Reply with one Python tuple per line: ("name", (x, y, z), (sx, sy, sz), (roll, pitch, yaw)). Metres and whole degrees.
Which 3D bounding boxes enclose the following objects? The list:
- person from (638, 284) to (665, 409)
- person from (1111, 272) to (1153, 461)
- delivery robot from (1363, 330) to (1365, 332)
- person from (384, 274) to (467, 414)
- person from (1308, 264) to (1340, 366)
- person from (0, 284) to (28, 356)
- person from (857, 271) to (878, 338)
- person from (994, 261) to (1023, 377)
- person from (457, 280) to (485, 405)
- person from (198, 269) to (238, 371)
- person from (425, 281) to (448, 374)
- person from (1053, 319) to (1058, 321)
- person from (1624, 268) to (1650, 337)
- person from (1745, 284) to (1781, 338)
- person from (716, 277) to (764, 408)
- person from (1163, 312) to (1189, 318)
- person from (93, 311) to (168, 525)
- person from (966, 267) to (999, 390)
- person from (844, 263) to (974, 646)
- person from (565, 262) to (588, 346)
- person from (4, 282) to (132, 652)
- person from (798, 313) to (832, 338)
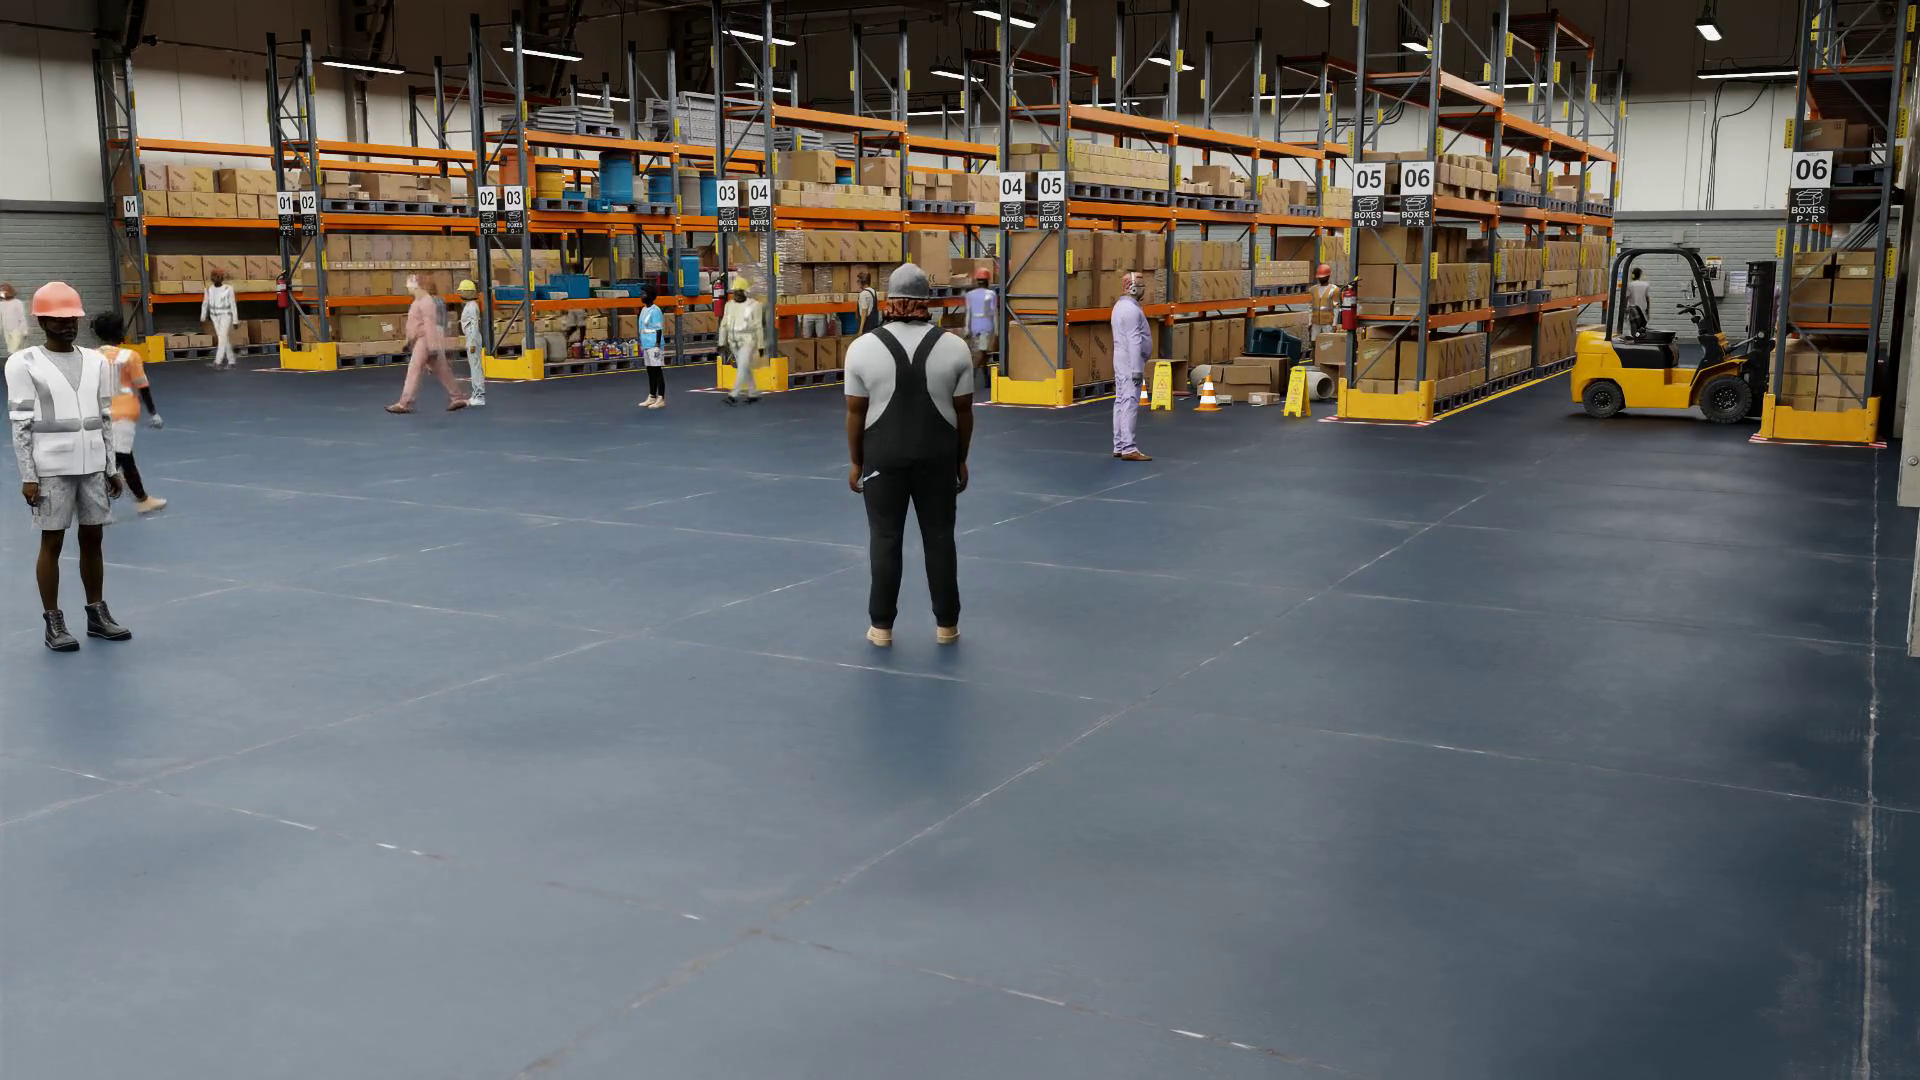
("person", (-4.202, -2.635, 22.671), (0.322, 1.697, 0.534), (-6, 11, -31))
("person", (1.755, -1.762, 16.949), (0.409, 1.908, 0.640), (-1, 10, -8))
("delivery robot", (9.259, -4.662, 37.603), (0.707, 0.478, 0.477), (0, 10, -3))
("person", (-7.096, -2.600, 22.083), (1.069, 1.846, 0.636), (-4, 10, -22))
("person", (6.138, -3.690, 28.168), (0.543, 1.931, 0.371), (7, 12, 36))
("person", (-15.643, -3.402, 27.375), (0.539, 1.615, 0.482), (3, 10, 17))
("person", (-1.480, -3.343, 26.400), (0.345, 1.840, 0.504), (4, 10, 21))
("person", (0.798, -3.558, 27.169), (0.503, 2.003, 0.628), (-2, 10, -9))
("person", (-6.830, -2.752, 23.221), (0.308, 1.744, 0.485), (-4, 10, -21))
("person", (-13.439, -3.972, 30.095), (0.598, 1.831, 0.986), (3, 10, 17))
("person", (-9.256, -3.721, 29.215), (0.498, 1.634, 0.278), (-3, 10, -20))
("person", (1.882, -3.633, 27.937), (0.608, 1.893, 0.646), (7, 12, 37))
("person", (14.107, -4.751, 34.686), (0.583, 1.824, 0.843), (2, 10, 10))
("person", (13.924, -3.791, 28.816), (0.580, 1.918, 0.405), (5, 11, 26))
("person", (-3.041, -2.720, 22.937), (0.608, 1.776, 0.972), (6, 11, 31))
("person", (4.349, -4.424, 33.372), (0.522, 1.626, 0.364), (7, 12, 34))
("person", (-6.585, -0.959, 13.002), (0.531, 1.648, 0.893), (3, 10, 20))
("person", (0.318, -3.279, 25.826), (0.549, 1.908, 0.927), (7, 12, 35))
("person", (-0.280, -0.456, 8.908), (0.684, 2.000, 0.535), (-1, 10, -6))
("person", (-8.042, -4.825, 34.746), (0.621, 1.951, 0.590), (5, 11, 26))
("person", (-4.717, -0.390, 8.825), (0.354, 1.939, 0.545), (6, 11, 30))
("person", (-2.582, -3.918, 29.525), (0.625, 1.932, 0.374), (0, 10, 0))
